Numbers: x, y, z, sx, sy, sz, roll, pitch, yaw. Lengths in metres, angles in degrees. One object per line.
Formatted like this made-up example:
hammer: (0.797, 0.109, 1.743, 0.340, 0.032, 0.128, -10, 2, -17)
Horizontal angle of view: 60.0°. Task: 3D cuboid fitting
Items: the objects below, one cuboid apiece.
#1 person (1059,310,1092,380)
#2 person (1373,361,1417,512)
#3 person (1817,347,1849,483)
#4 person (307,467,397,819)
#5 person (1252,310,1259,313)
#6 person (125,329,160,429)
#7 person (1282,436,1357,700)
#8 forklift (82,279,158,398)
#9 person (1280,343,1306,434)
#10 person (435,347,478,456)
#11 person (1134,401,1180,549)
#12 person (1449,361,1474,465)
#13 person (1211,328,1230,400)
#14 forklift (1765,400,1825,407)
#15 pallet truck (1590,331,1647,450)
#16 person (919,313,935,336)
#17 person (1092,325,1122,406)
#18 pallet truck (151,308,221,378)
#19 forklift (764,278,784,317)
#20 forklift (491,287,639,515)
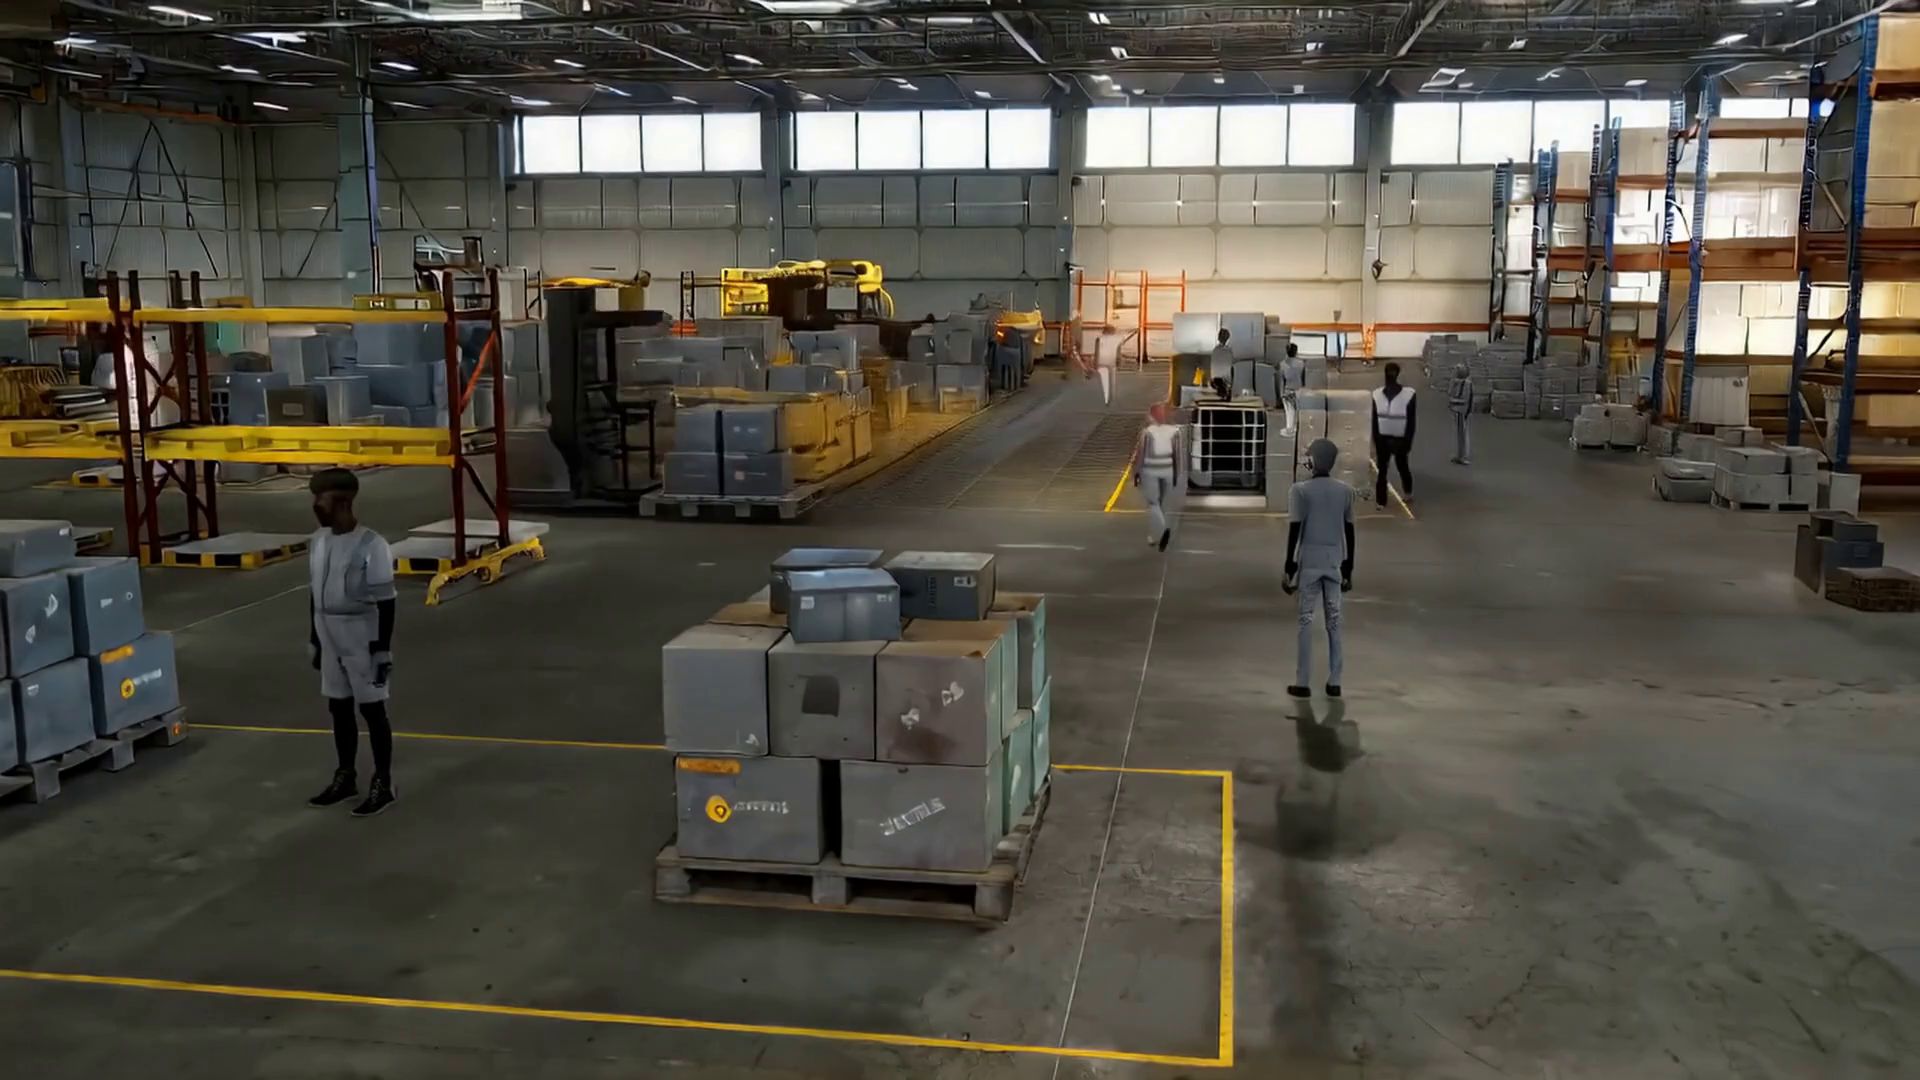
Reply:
person: (3.192, -5.363, 45.839, 0.912, 1.964, 0.628, 6, 11, 31)
person: (5.526, -1.324, 21.103, 0.589, 1.900, 0.780, 7, 11, 36)
person: (12.494, -1.777, 23.760, 0.348, 1.942, 0.548, 2, 9, 10)
person: (-3.394, 0.565, 9.254, 0.603, 1.962, 0.372, 5, 11, 29)
person: (8.107, -5.338, 45.725, 0.351, 1.942, 0.547, -9, 13, -44)
person: (-15.403, -3.004, 31.338, 0.630, 1.940, 0.372, -6, 11, -35)
person: (2.538, 0.201, 11.768, 0.520, 1.877, 0.326, -1, 9, -5)
forklift: (-20.069, -4.732, 39.101, 1.873, 2.768, 1.129, 1, 9, 9)
person: (6.198, -2.827, 31.002, 0.530, 1.693, 0.321, -4, 10, -25)
person: (-8.304, -2.254, 27.186, 0.883, 1.784, 0.634, -9, 13, -43)
person: (2.165, -0.700, 18.095, 0.523, 1.616, 0.658, -3, 10, -19)
person: (7.865, -1.986, 26.008, 0.317, 1.631, 0.522, -1, 9, -4)
person: (4.976, -3.068, 31.755, 0.375, 1.934, 0.627, -2, 9, -11)
forklift: (18.696, -4.341, 36.689, 1.873, 2.768, 1.129, 1, 9, 9)
pallet truck: (11.253, -2.573, 28.499, 0.823, 1.965, 1.885, 5, 10, 27)
person: (-0.838, -5.113, 44.507, 0.633, 1.898, 1.010, 4, 10, 26)
person: (3.294, -3.944, 37.540, 0.642, 1.798, 0.912, -1, 9, -8)
pallet truck: (-21.869, -5.598, 47.154, 0.823, 1.965, 1.885, 4, 10, 26)
forklift: (-4.701, -5.286, 42.518, 1.873, 2.768, 1.129, 0, 9, 0)
forklift: (-4.846, -1.768, 20.818, 1.873, 2.768, 1.129, 1, 9, 9)
